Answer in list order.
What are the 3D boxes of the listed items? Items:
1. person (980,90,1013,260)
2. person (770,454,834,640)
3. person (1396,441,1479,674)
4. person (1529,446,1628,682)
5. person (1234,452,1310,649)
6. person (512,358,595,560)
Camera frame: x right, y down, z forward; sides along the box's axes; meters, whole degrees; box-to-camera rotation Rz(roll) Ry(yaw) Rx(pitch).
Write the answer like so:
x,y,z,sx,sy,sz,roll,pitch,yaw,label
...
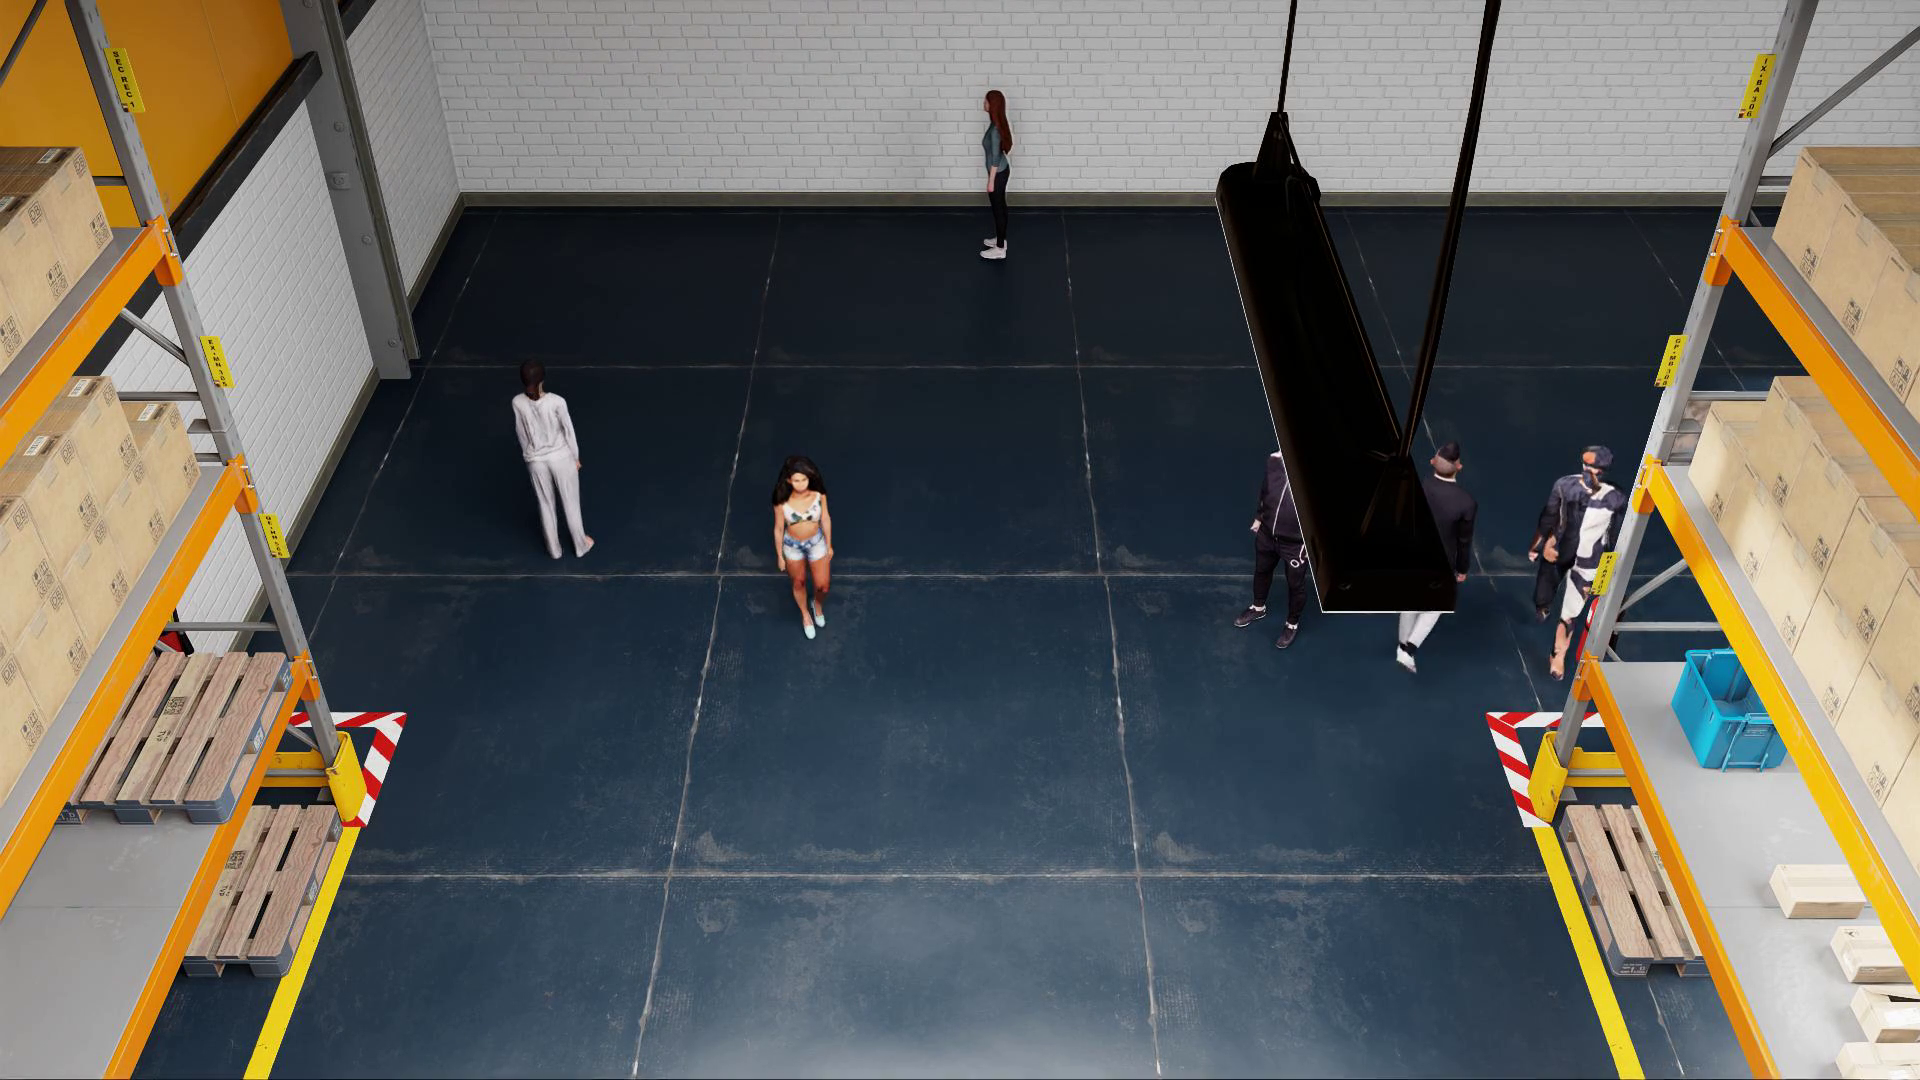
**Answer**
x,y,z,sx,sy,sz,roll,pitch,yaw,label
0.361,-3.612,16.452,0.687,1.742,0.528,8,39,9,person
-1.130,0.015,12.010,0.631,1.618,0.667,-8,39,-10,person
3.236,0.155,11.575,0.961,1.941,1.048,22,43,25,person
4.319,0.071,11.734,0.927,1.876,1.086,9,39,11,person
2.342,-0.042,11.907,0.764,1.835,0.811,29,47,32,person
-3.120,-0.607,12.666,0.585,1.772,0.522,1,39,2,person
